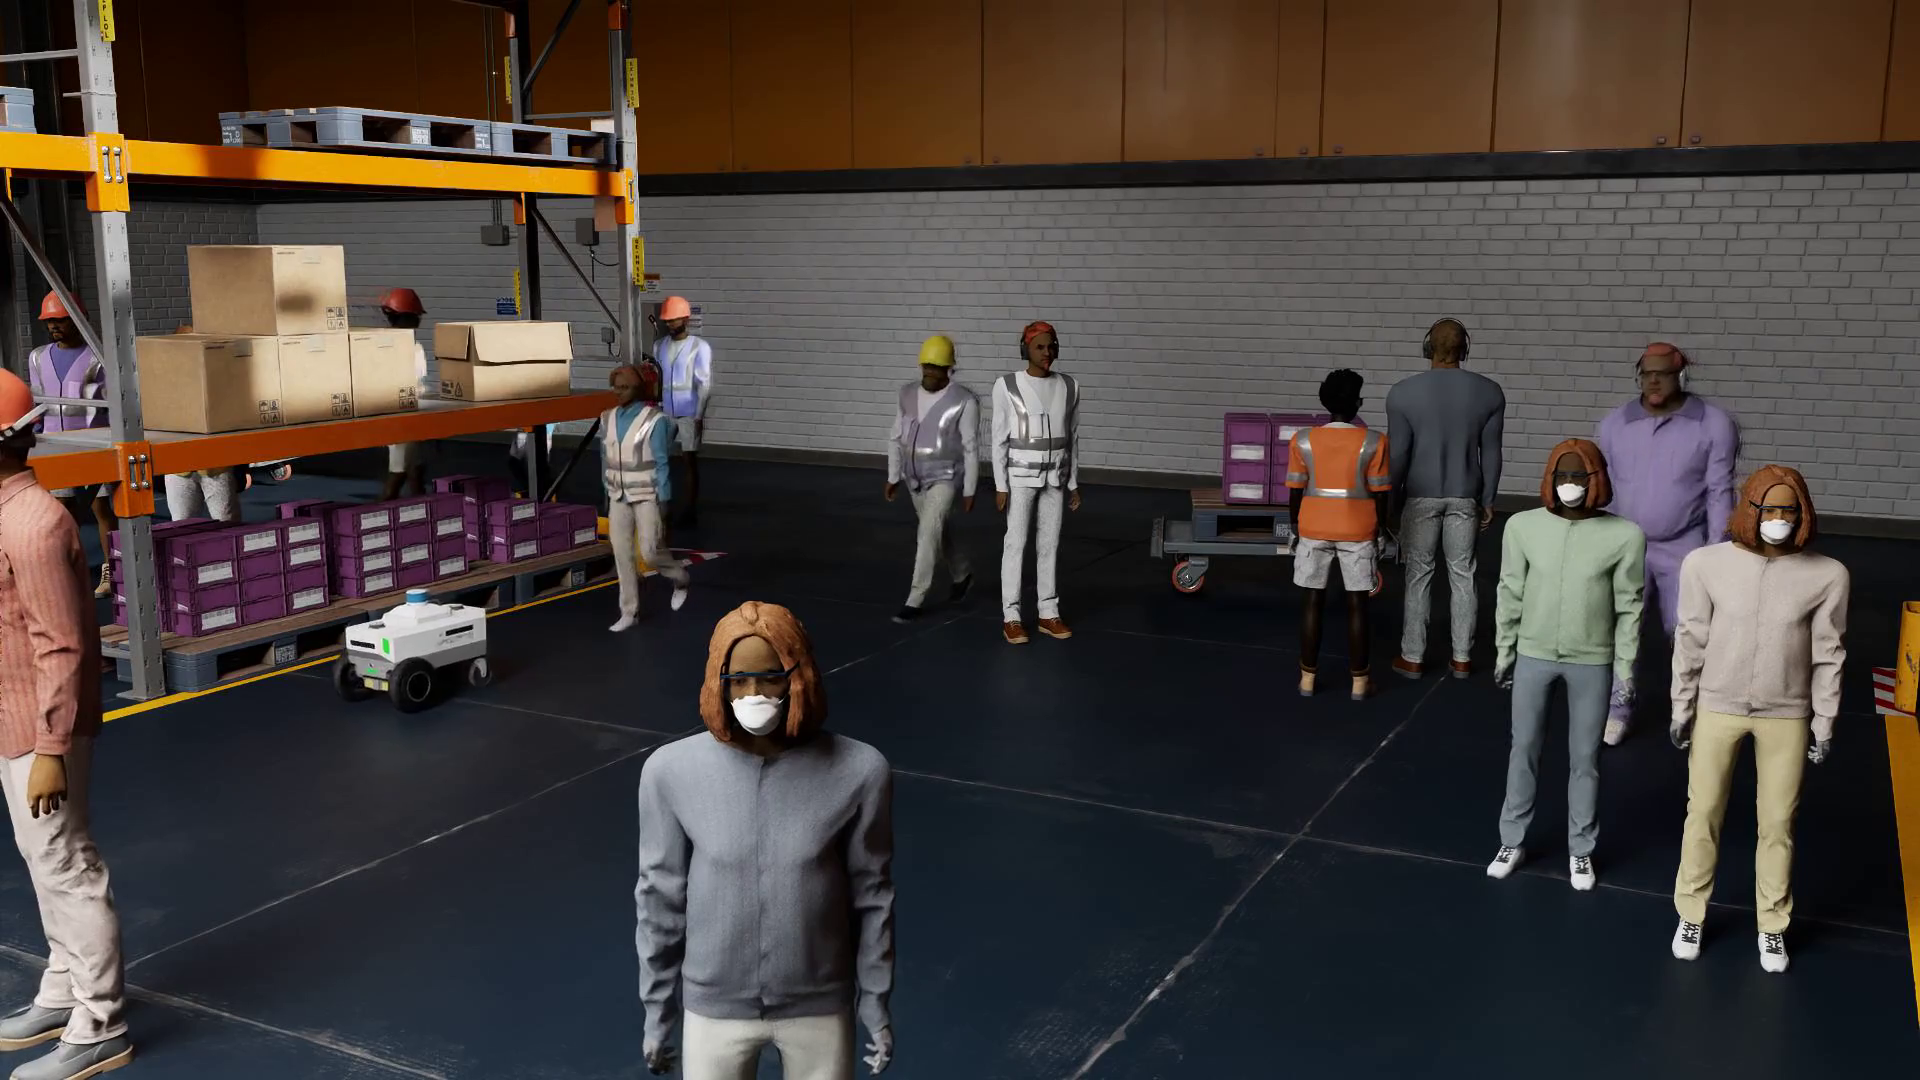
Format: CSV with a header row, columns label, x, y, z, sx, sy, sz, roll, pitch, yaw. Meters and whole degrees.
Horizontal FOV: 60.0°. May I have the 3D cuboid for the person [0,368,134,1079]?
label,x,y,z,sx,sy,sz,roll,pitch,yaw
person,-2.560,0.510,4.561,0.392,1.990,0.614,-7,12,-37

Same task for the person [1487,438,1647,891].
label,x,y,z,sx,sy,sz,roll,pitch,yaw
person,2.176,0.445,5.982,0.501,1.631,0.285,5,11,27

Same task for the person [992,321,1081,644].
label,x,y,z,sx,sy,sz,roll,pitch,yaw
person,0.456,-0.337,9.787,0.575,1.882,0.355,-5,11,-26

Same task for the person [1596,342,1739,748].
label,x,y,z,sx,sy,sz,roll,pitch,yaw
person,3.309,-0.001,7.848,0.641,1.882,0.842,6,12,32

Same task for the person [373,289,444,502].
label,x,y,z,sx,sy,sz,roll,pitch,yaw
person,-4.087,-0.872,12.514,0.651,2.000,0.961,9,13,42

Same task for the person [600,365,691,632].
label,x,y,z,sx,sy,sz,roll,pitch,yaw
person,-1.933,-0.266,10.146,0.512,1.624,0.551,5,11,28

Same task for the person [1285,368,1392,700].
label,x,y,z,sx,sy,sz,roll,pitch,yaw
person,1.931,-0.024,8.513,0.533,1.695,0.322,4,11,22

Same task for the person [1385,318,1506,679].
label,x,y,z,sx,sy,sz,roll,pitch,yaw
person,2.568,-0.213,8.905,0.629,1.940,0.373,0,10,1

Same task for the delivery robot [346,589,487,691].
label,x,y,z,sx,sy,sz,roll,pitch,yaw
delivery robot,-2.776,0.496,8.531,0.477,0.478,0.707,6,11,30

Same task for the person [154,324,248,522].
label,x,y,z,sx,sy,sz,roll,pitch,yaw
person,-4.873,-0.462,10.668,0.622,1.835,0.430,-1,10,-4

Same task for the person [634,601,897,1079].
label,x,y,z,sx,sy,sz,roll,pitch,yaw
person,-0.372,0.926,3.236,0.504,1.618,0.279,-1,10,-5

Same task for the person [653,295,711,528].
label,x,y,z,sx,sy,sz,roll,pitch,yaw
person,-2.332,-1.055,13.807,0.563,1.930,0.423,4,10,21

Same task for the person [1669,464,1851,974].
label,x,y,z,sx,sy,sz,roll,pitch,yaw
person,2.528,0.566,5.306,0.497,1.627,0.277,4,11,22

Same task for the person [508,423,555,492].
label,x,y,z,sx,sy,sz,roll,pitch,yaw
person,-3.549,-0.896,13.602,0.484,1.674,0.543,-4,11,-21

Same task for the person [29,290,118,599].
label,x,y,z,sx,sy,sz,roll,pitch,yaw
person,-5.823,-0.620,10.960,0.605,2.044,0.374,0,10,1

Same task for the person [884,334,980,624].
label,x,y,z,sx,sy,sz,roll,pitch,yaw
person,-0.125,-0.410,10.493,0.592,1.791,0.911,7,12,37
